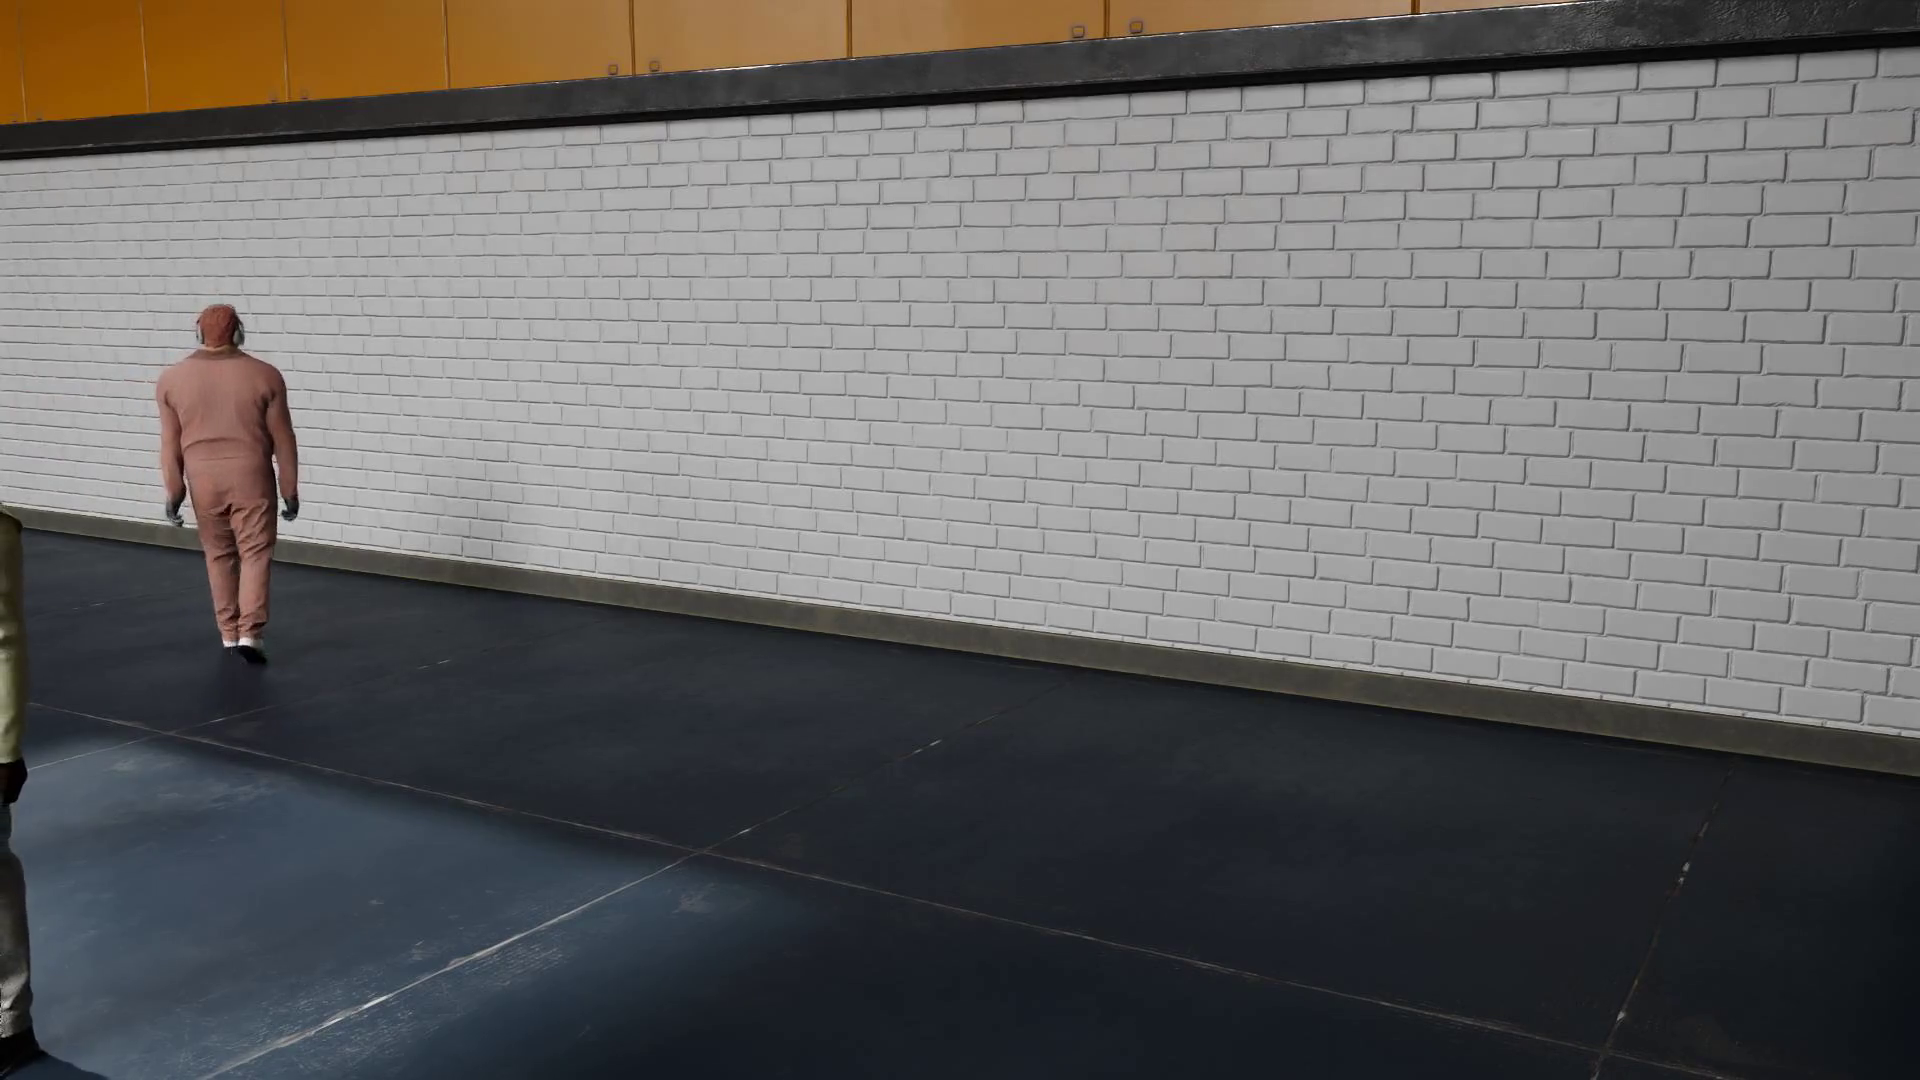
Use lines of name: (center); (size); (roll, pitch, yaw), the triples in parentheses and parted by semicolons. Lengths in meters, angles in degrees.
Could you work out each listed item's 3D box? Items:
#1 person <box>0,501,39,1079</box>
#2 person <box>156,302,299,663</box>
person: (-2.570, 0.464, 4.124); (0.612, 1.819, 0.422); (4, 10, 21)
person: (-3.840, -0.296, 8.742); (0.675, 1.910, 0.739); (-2, 9, -10)
